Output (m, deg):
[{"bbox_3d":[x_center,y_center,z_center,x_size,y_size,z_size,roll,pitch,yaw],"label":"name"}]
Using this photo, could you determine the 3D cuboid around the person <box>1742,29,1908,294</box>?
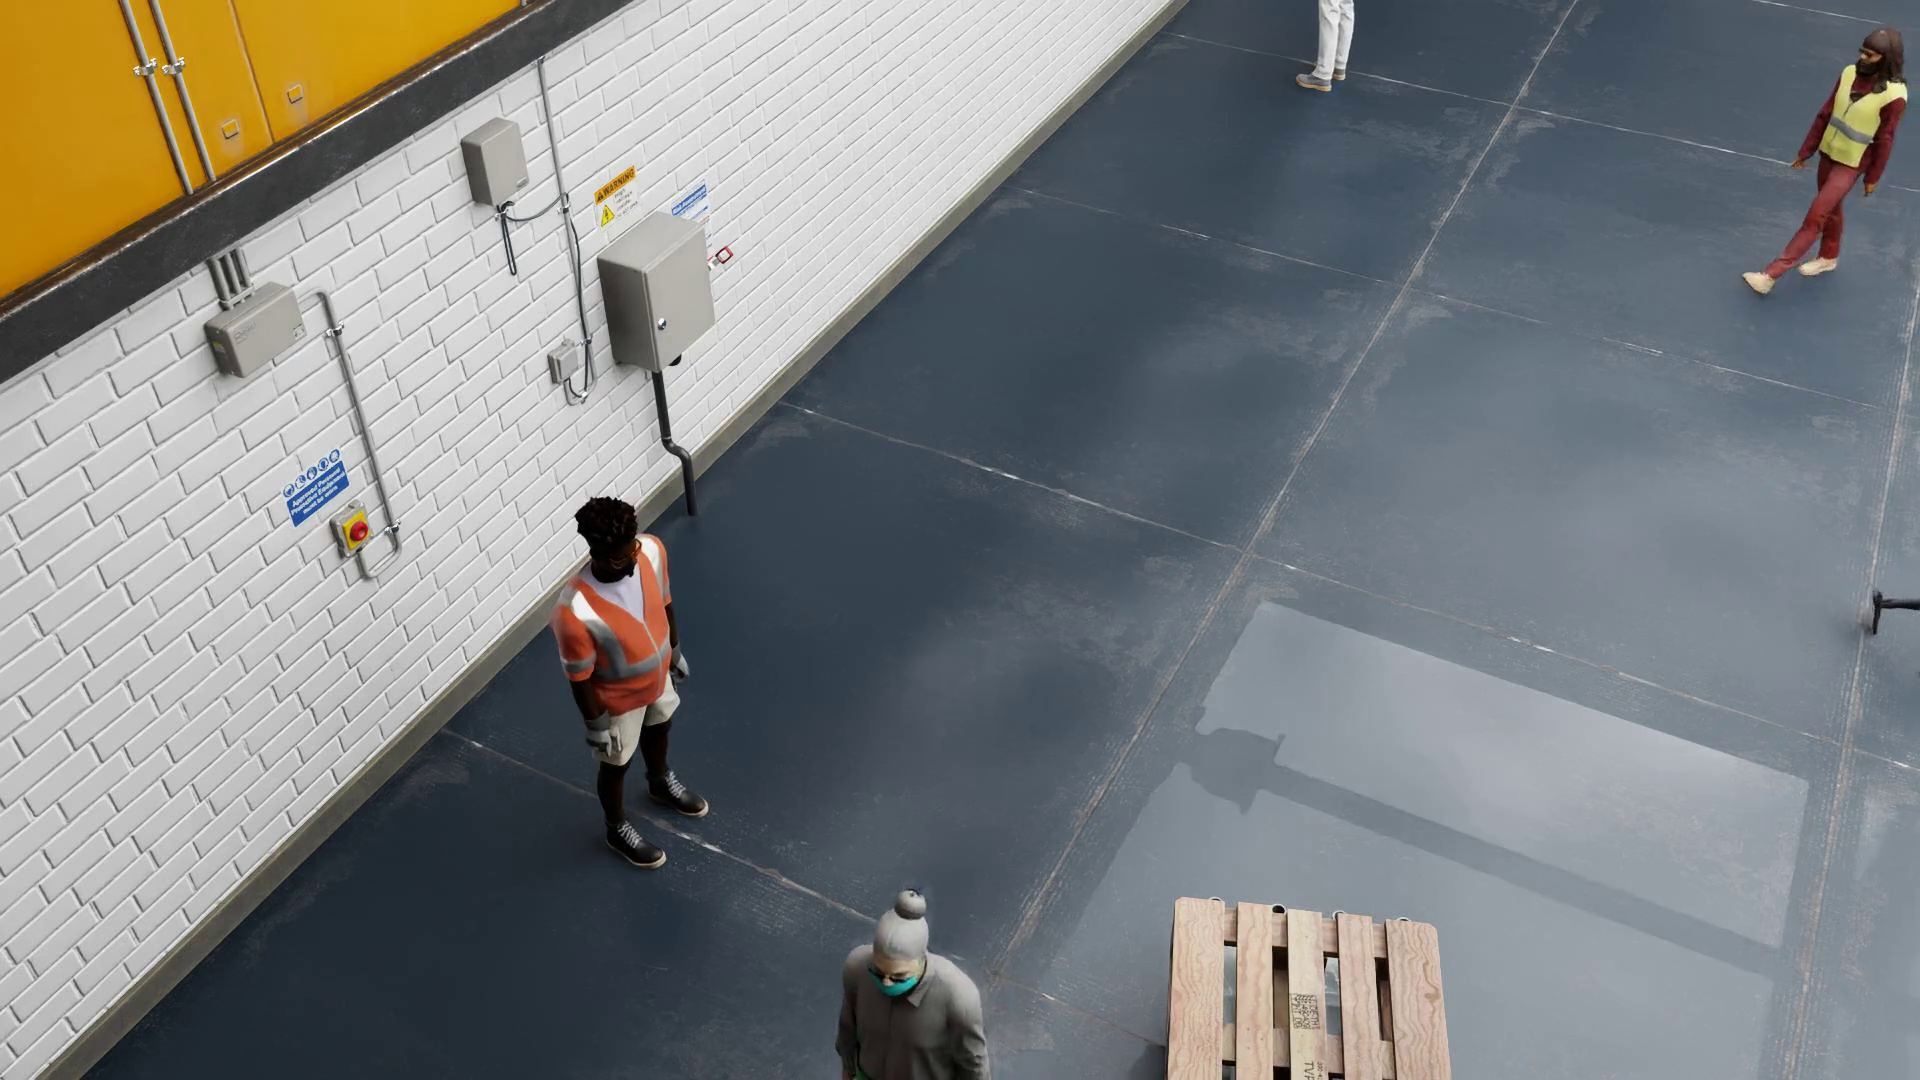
[{"bbox_3d":[5.456,-2.367,10.470,0.928,1.720,0.481,-12,42,-13],"label":"person"}]

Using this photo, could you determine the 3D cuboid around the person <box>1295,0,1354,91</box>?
[{"bbox_3d":[2.878,-4.362,12.661,0.353,1.881,0.574,30,49,30],"label":"person"}]

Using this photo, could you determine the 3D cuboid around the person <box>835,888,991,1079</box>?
[{"bbox_3d":[-0.153,1.773,5.591,0.540,1.824,0.493,16,43,17],"label":"person"}]

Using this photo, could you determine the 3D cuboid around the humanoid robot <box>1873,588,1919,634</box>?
[{"bbox_3d":[4.762,0.002,7.770,0.612,1.629,0.623,-29,49,-30],"label":"humanoid robot"}]

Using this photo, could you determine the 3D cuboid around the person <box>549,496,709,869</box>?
[{"bbox_3d":[-1.364,0.583,6.878,0.379,1.957,0.592,21,45,22],"label":"person"}]
